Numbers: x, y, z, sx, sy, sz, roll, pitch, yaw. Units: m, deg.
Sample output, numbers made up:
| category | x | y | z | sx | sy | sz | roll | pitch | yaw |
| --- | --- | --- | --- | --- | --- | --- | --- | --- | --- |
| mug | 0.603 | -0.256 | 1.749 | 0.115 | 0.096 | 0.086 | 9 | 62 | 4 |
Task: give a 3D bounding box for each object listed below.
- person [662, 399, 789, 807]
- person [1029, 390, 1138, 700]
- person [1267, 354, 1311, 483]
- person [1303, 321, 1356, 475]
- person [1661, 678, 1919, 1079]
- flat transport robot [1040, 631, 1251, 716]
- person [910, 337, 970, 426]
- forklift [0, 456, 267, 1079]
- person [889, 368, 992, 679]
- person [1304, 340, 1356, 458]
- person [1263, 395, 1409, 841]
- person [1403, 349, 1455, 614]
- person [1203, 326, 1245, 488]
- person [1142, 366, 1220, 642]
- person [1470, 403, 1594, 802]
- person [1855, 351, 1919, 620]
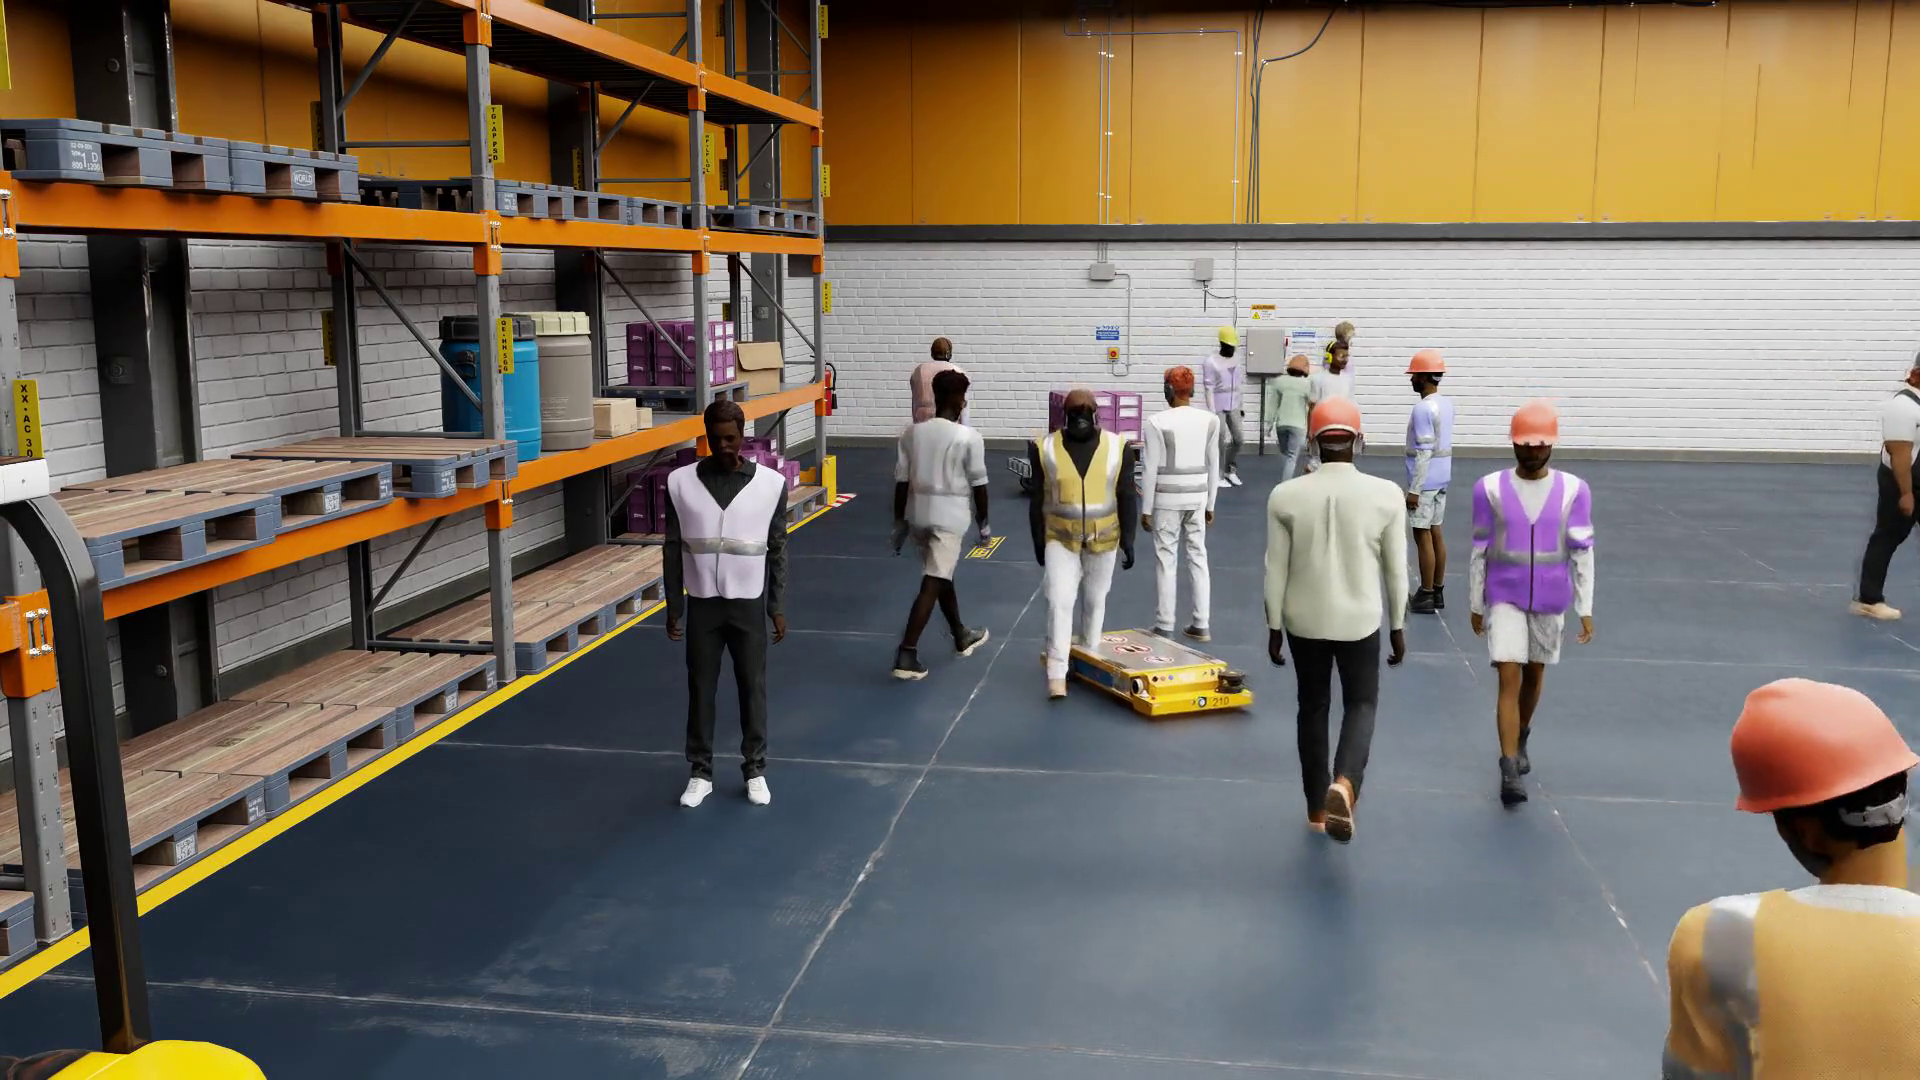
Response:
| category | x | y | z | sx | sy | sz | roll | pitch | yaw |
| --- | --- | --- | --- | --- | --- | --- | --- | --- | --- |
| person | -1.096 | 0.293 | 7.825 | 0.593 | 1.917 | 0.392 | -1 | 9 | -4 |
| person | 0.725 | 0.034 | 9.763 | 0.632 | 1.806 | 0.887 | 0 | 9 | 1 |
| person | 3.641 | -1.215 | 18.057 | 0.521 | 1.606 | 0.652 | 7 | 11 | 36 |
| person | 4.382 | -1.579 | 19.332 | 0.536 | 1.937 | 0.650 | 6 | 11 | 34 |
| person | 1.391 | 1.170 | 2.509 | 0.679 | 1.886 | 0.494 | 6 | 11 | 34 |
| flat transport robot | 1.083 | 0.763 | 9.982 | 0.652 | 0.197 | 1.431 | -4 | 10 | -23 |
| person | -0.194 | -1.140 | 16.939 | 0.620 | 1.836 | 0.430 | 3 | 10 | 18 |
| forklift | -2.328 | 0.975 | 2.765 | 2.313 | 2.155 | 1.214 | 1 | 9 | 9 |
| person | -0.113 | -0.113 | 10.394 | 0.584 | 1.903 | 1.061 | 8 | 12 | 40 |
| person | 3.551 | -0.971 | 15.806 | 0.561 | 1.855 | 0.400 | -5 | 10 | -27 |
| person | 1.624 | 0.359 | 7.240 | 0.628 | 1.971 | 0.680 | 3 | 10 | 18 |
| person | 3.396 | -0.427 | 12.202 | 0.371 | 1.935 | 0.551 | 6 | 11 | 35 |
| person | 3.059 | -1.514 | 19.084 | 0.644 | 1.876 | 0.531 | -5 | 10 | -27 |
| person | 1.483 | -0.237 | 11.233 | 0.574 | 1.876 | 0.340 | -4 | 10 | -21 |
| person | 2.737 | 0.280 | 7.997 | 0.561 | 1.882 | 0.998 | 2 | 9 | 12 |
| person | 6.830 | -0.391 | 11.657 | 0.706 | 2.000 | 0.992 | -5 | 10 | -28 |
